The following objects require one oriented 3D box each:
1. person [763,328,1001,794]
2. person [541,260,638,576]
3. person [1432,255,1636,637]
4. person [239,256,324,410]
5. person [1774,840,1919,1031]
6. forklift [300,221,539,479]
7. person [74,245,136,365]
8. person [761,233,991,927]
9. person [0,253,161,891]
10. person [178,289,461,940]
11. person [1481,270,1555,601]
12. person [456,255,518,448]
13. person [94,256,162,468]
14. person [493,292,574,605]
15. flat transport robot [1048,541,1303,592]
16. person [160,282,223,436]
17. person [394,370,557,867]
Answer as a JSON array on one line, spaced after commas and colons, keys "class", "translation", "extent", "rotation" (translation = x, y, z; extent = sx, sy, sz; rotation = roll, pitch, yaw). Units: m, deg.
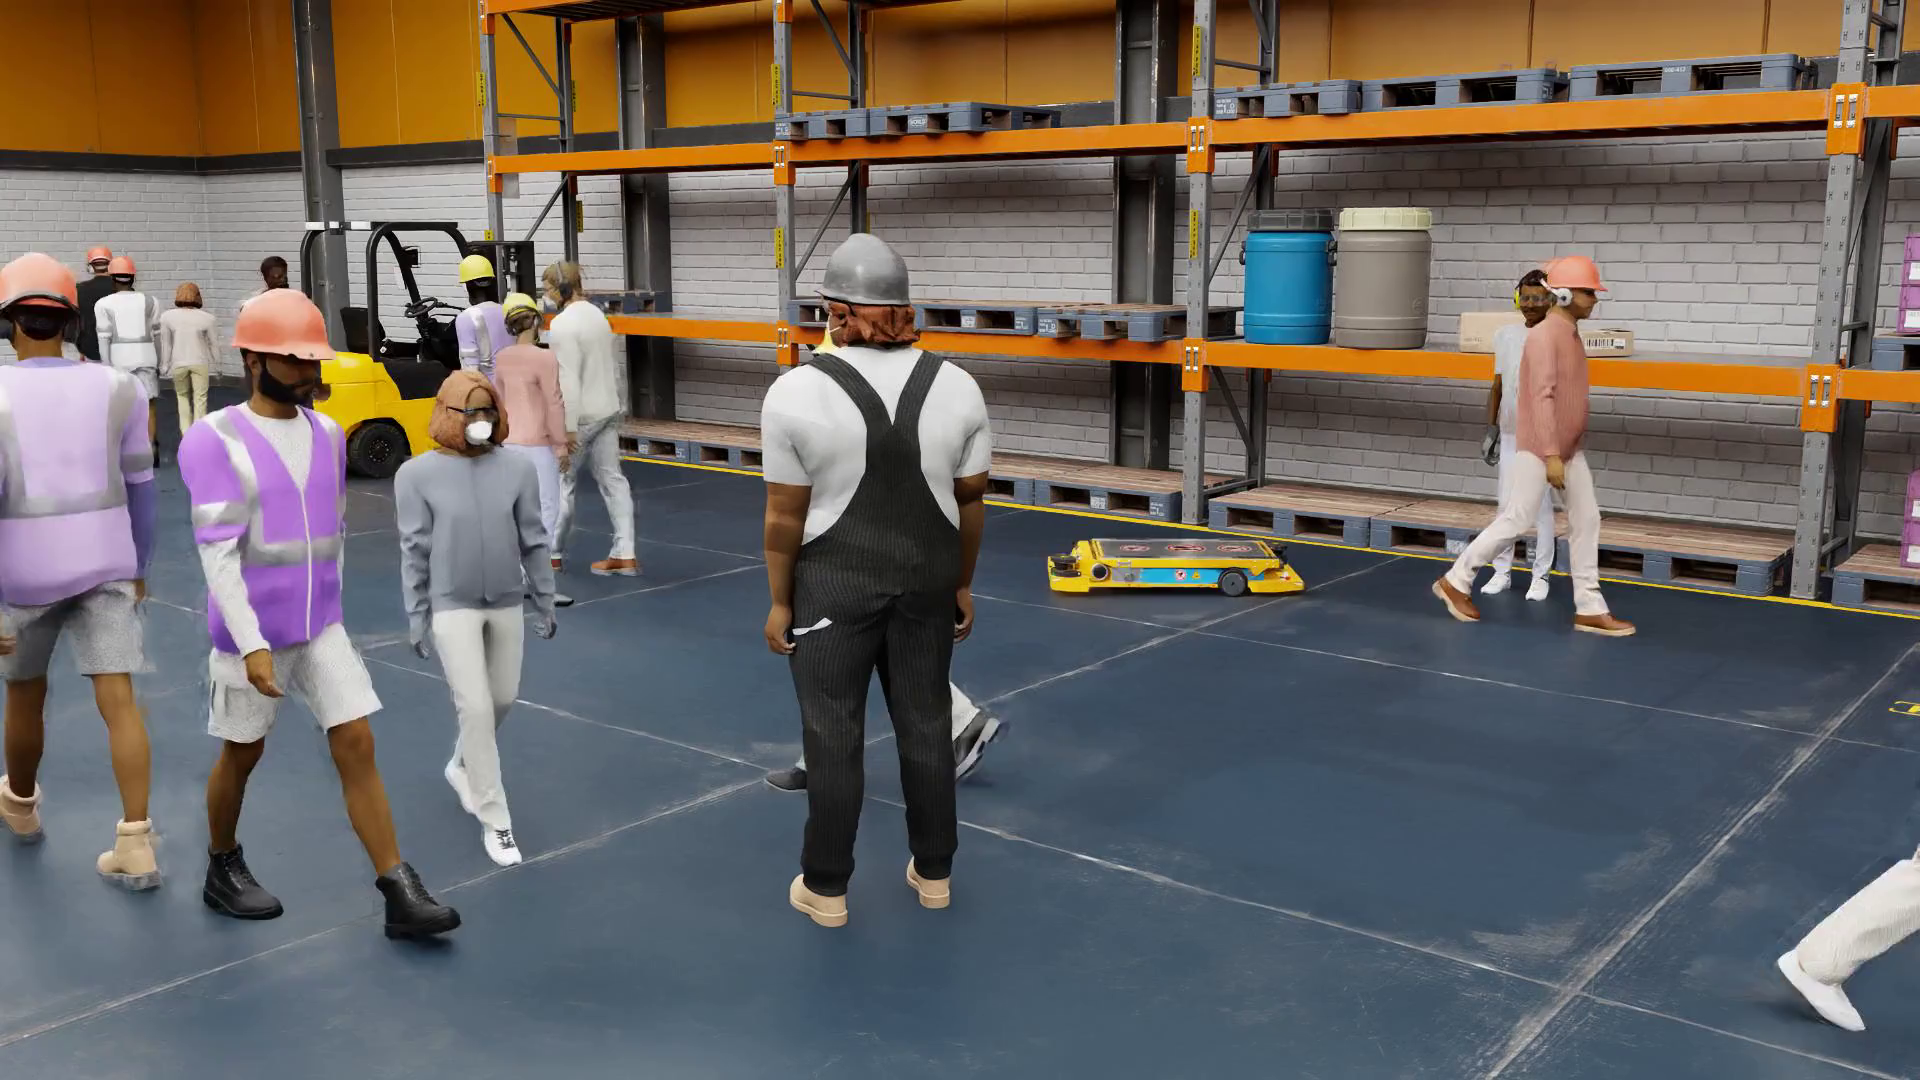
[{"class": "person", "translation": [-0.281, 0.048, 6.037], "extent": [0.816, 1.803, 0.601], "rotation": [1, 10, 3]}, {"class": "person", "translation": [-2.341, -0.719, 10.010], "extent": [0.890, 1.887, 0.668], "rotation": [3, 11, 14]}, {"class": "person", "translation": [2.991, -0.492, 8.613], "extent": [0.981, 1.958, 0.620], "rotation": [9, 13, 40]}, {"class": "person", "translation": [-5.391, -1.298, 13.202], "extent": [0.675, 1.904, 0.600], "rotation": [8, 13, 38]}, {"class": "person", "translation": [2.501, 0.512, 4.048], "extent": [0.855, 1.595, 0.512], "rotation": [9, 13, 40]}, {"class": "forklift", "translation": [-4.922, -1.741, 14.854], "extent": [1.214, 2.155, 2.313], "rotation": [8, 13, 38]}, {"class": "person", "translation": [-8.061, -1.794, 15.773], "extent": [0.640, 1.968, 0.472], "rotation": [-2, 11, -13]}, {"class": "person", "translation": [-0.280, 0.119, 4.969], "extent": [0.689, 2.000, 0.539], "rotation": [-4, 11, -22]}, {"class": "person", "translation": [-2.878, 0.094, 5.331], "extent": [0.608, 1.988, 1.054], "rotation": [-10, 14, -43]}, {"class": "person", "translation": [-1.920, 0.236, 4.775], "extent": [0.966, 1.888, 0.558], "rotation": [6, 12, 32]}, {"class": "person", "translation": [3.208, -0.589, 9.409], "extent": [0.509, 1.860, 0.333], "rotation": [8, 13, 39]}, {"class": "person", "translation": [-3.168, -0.938, 11.157], "extent": [0.383, 1.923, 0.588], "rotation": [4, 11, 21]}, {"class": "person", "translation": [-7.392, -1.586, 14.865], "extent": [0.540, 1.898, 1.003], "rotation": [-6, 12, -31]}, {"class": "person", "translation": [-2.370, -0.510, 9.341], "extent": [0.680, 1.732, 0.314], "rotation": [9, 13, 40]}, {"class": "flat transport robot", "translation": [1.240, 0.142, 9.747], "extent": [1.431, 0.197, 0.652], "rotation": [0, 10, 1]}, {"class": "person", "translation": [-7.379, -1.668, 16.034], "extent": [0.518, 1.616, 0.527], "rotation": [-2, 10, -13]}, {"class": "person", "translation": [-1.635, 0.222, 5.610], "extent": [0.508, 1.606, 0.744], "rotation": [-9, 13, -40]}]
